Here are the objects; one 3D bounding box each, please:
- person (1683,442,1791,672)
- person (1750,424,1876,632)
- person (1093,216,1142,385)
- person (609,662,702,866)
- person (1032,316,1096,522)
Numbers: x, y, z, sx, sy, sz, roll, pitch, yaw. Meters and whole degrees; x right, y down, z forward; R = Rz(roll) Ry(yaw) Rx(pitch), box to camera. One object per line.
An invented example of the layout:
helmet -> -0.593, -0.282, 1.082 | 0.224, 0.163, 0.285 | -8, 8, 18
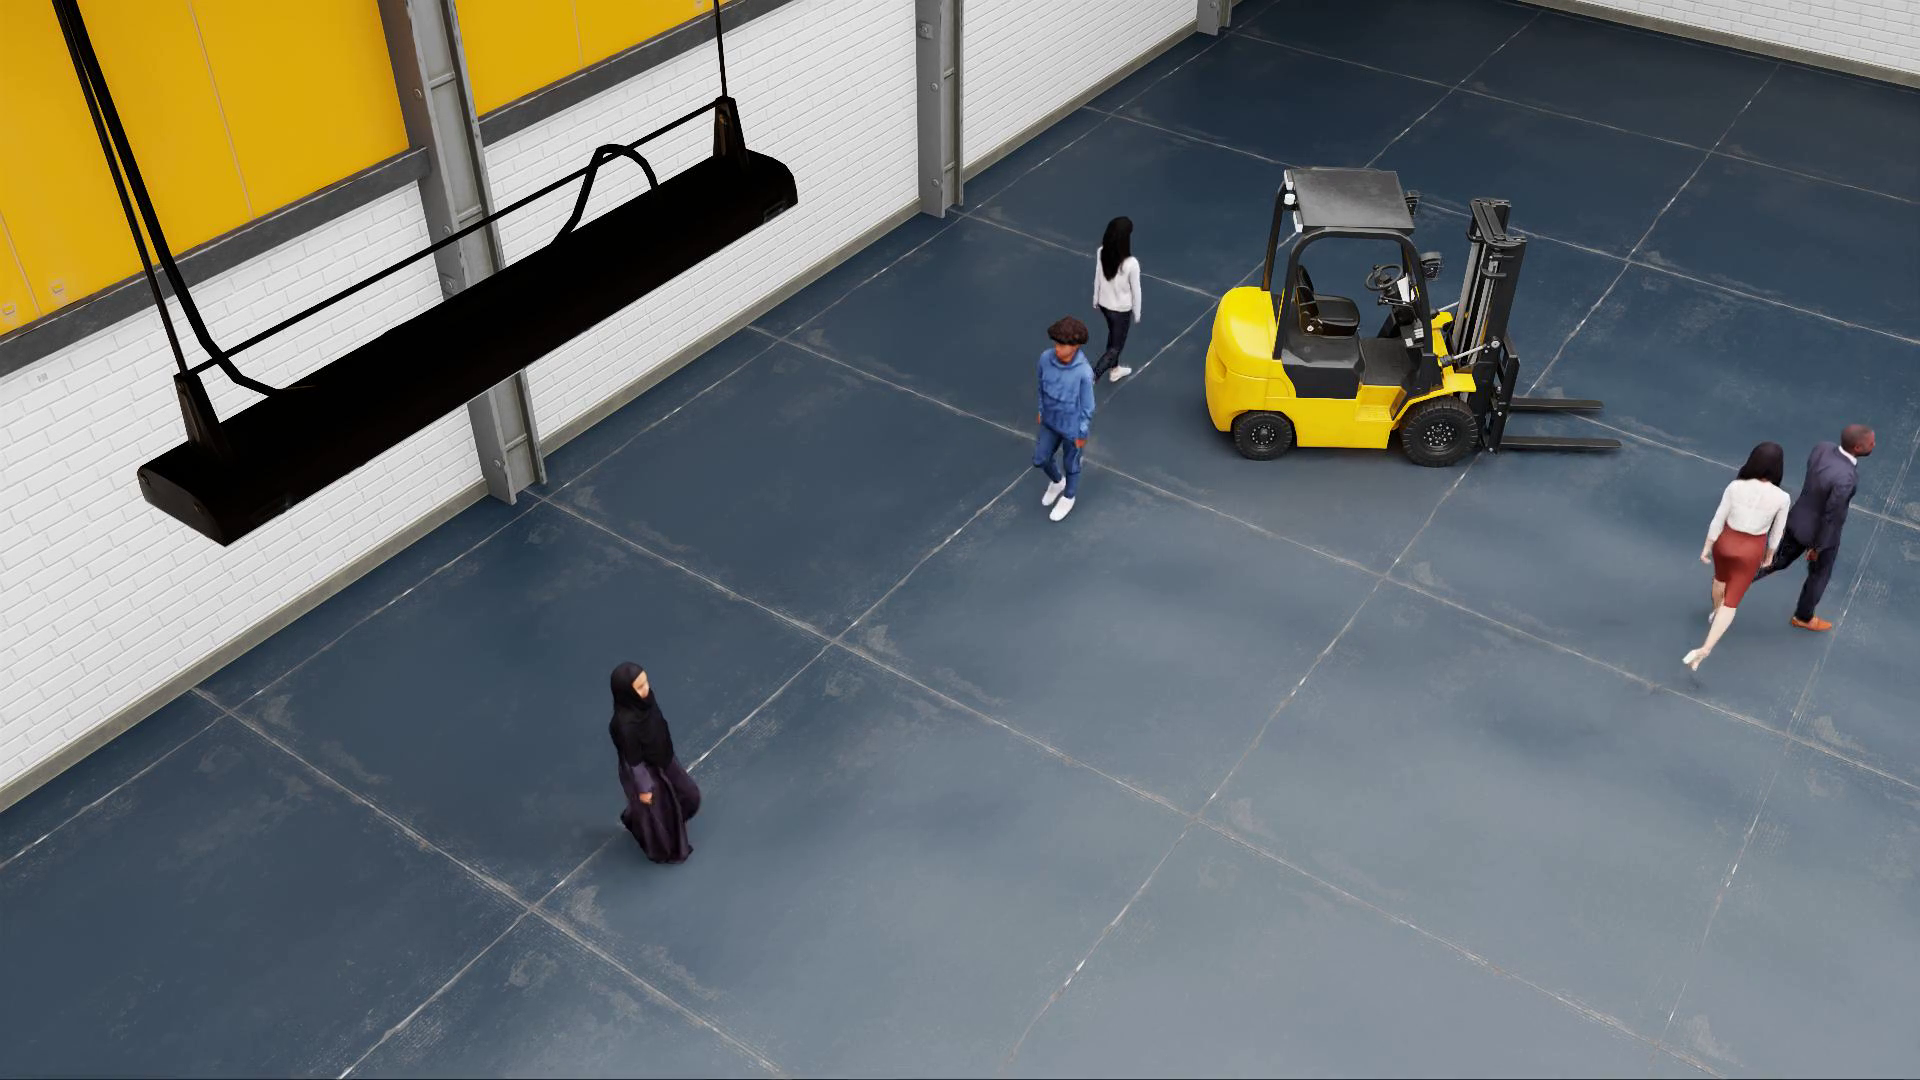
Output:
person -> 5.370, 0.159, 11.542 | 0.705, 1.709, 1.124 | 20, 43, 23
person -> 5.962, -0.080, 11.776 | 1.124, 1.791, 1.143 | 1, 39, 1
person -> 1.270, -1.952, 14.213 | 1.078, 1.677, 0.753 | -31, 48, -33
person -> -1.967, 1.356, 10.126 | 0.780, 1.606, 0.787 | 11, 40, 13
person -> 0.862, -0.975, 12.894 | 0.688, 1.794, 0.631 | 26, 45, 29
